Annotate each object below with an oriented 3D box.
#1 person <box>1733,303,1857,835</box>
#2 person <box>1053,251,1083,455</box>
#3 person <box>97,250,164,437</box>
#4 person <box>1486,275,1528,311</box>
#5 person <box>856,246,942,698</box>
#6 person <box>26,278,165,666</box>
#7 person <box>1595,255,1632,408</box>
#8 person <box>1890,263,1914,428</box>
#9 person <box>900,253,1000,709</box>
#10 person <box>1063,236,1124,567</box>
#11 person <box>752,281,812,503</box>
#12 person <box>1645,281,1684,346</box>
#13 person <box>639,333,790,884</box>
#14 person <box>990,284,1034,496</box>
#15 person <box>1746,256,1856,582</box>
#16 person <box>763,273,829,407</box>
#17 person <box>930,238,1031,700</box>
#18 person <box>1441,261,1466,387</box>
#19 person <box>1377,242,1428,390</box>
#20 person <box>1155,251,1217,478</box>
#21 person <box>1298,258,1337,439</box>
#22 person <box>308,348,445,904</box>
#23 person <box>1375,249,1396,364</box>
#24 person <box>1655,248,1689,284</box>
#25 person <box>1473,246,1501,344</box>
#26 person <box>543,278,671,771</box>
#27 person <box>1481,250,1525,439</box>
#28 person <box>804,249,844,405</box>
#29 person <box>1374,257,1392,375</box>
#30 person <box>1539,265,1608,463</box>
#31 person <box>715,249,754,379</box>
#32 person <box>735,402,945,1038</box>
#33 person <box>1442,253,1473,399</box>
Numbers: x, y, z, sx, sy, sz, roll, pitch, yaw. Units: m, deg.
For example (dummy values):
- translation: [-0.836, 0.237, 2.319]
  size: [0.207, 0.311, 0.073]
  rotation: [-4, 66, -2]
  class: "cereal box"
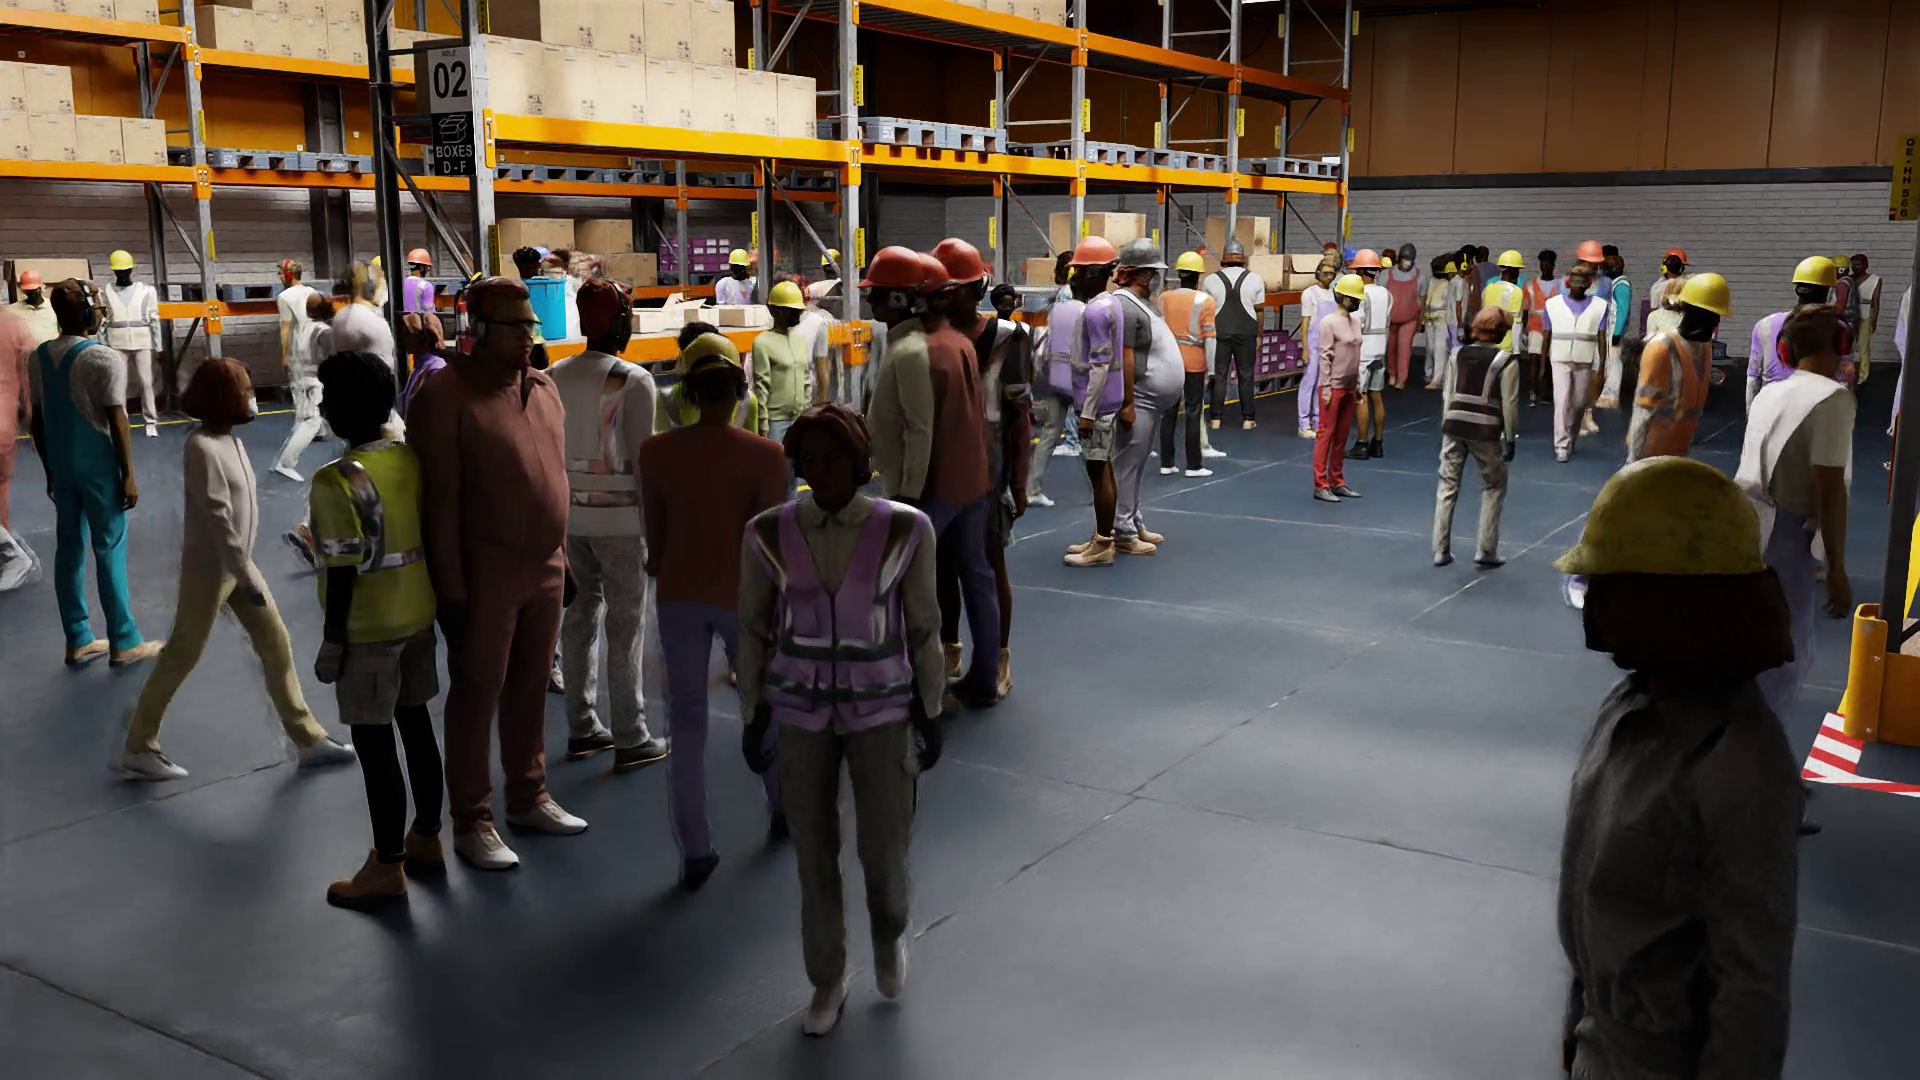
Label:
- translation: [2.889, 0.088, 5.797]
  size: [0.467, 1.805, 0.616]
  rotation: [2, 10, 12]
  class: "person"
- translation: [1.038, -1.754, 15.683]
  size: [0.392, 1.922, 0.590]
  rotation: [3, 11, 16]
  class: "person"
- translation: [-8.493, -1.992, 17.013]
  size: [0.591, 1.918, 0.393]
  rotation: [-5, 12, -27]
  class: "person"
- translation: [7.346, -2.890, 22.255]
  size: [0.623, 1.816, 0.566]
  rotation: [-10, 14, -43]
  class: "person"
- translation: [-0.241, -0.246, 7.119]
  size: [0.388, 1.996, 0.612]
  rotation: [-1, 10, -3]
  class: "person"
- translation: [-4.149, -0.315, 7.918]
  size: [0.506, 1.846, 0.349]
  rotation: [3, 11, 14]
  class: "person"
- translation: [7.877, -2.522, 20.162]
  size: [0.429, 1.840, 0.635]
  rotation: [1, 10, 5]
  class: "person"
- translation: [10.121, -2.068, 17.665]
  size: [0.349, 1.836, 0.517]
  rotation: [6, 12, 29]
  class: "person"
- translation: [-0.095, -0.230, 7.139]
  size: [0.527, 1.969, 0.633]
  rotation: [5, 11, 25]
  class: "person"
- translation: [0.825, -0.848, 10.318]
  size: [0.377, 2.045, 0.605]
  rotation: [2, 10, 11]
  class: "person"
- translation: [-1.128, -0.781, 10.742]
  size: [0.341, 1.760, 0.525]
  rotation: [7, 12, 33]
  class: "person"
- translation: [6.960, -1.712, 16.276]
  size: [0.507, 1.625, 0.278]
  rotation: [5, 11, 24]
  class: "person"
- translation: [-0.768, 0.191, 5.449]
  size: [0.525, 1.725, 0.806]
  rotation: [1, 10, 8]
  class: "person"
- translation: [0.331, -1.150, 12.983]
  size: [0.533, 1.691, 0.322]
  rotation: [-4, 11, -20]
  class: "person"
- translation: [4.980, -0.708, 9.868]
  size: [0.377, 1.925, 0.594]
  rotation: [-9, 14, -42]
  class: "person"
- translation: [-1.162, -1.050, 12.156]
  size: [0.570, 1.798, 0.956]
  rotation: [6, 12, 29]
  class: "person"
- translation: [0.009, -0.300, 7.334]
  size: [0.613, 2.031, 0.402]
  rotation: [4, 11, 21]
  class: "person"
- translation: [6.709, -2.925, 22.690]
  size: [0.337, 1.731, 0.501]
  rotation: [-2, 10, -10]
  class: "person"
- translation: [6.048, -3.103, 22.824]
  size: [0.683, 2.000, 0.980]
  rotation: [4, 11, 22]
  class: "person"
- translation: [1.934, -1.493, 14.227]
  size: [0.594, 1.922, 0.387]
  rotation: [8, 13, 36]
  class: "person"
- translation: [3.685, -1.952, 17.004]
  size: [0.506, 1.840, 0.348]
  rotation: [-7, 12, -35]
  class: "person"
- translation: [-1.793, 0.265, 5.112]
  size: [0.318, 1.698, 0.533]
  rotation: [2, 10, 11]
  class: "person"
- translation: [6.939, -3.808, 27.193]
  size: [0.349, 1.878, 0.585]
  rotation: [7, 12, 34]
  class: "person"
- translation: [8.225, -2.417, 19.341]
  size: [0.387, 1.929, 0.543]
  rotation: [3, 11, 14]
  class: "person"
- translation: [8.393, -3.758, 26.764]
  size: [0.625, 1.933, 0.375]
  rotation: [-5, 11, -26]
  class: "person"
- translation: [-1.351, -0.054, 6.377]
  size: [0.573, 1.880, 0.358]
  rotation: [7, 12, 34]
  class: "person"
- translation: [5.556, -1.993, 17.031]
  size: [0.407, 1.918, 0.583]
  rotation: [-4, 11, -20]
  class: "person"
- translation: [-1.324, -2.038, 17.237]
  size: [0.594, 1.926, 0.367]
  rotation: [-2, 10, -11]
  class: "person"
- translation: [6.378, -3.381, 25.127]
  size: [0.308, 1.769, 0.525]
  rotation: [-4, 11, -22]
  class: "person"
- translation: [5.679, -1.645, 15.423]
  size: [0.566, 1.808, 0.874]
  rotation: [3, 11, 14]
  class: "person"
- translation: [-2.584, -2.428, 19.442]
  size: [0.399, 1.919, 0.582]
  rotation: [9, 14, 42]
  class: "person"
- translation: [-0.306, 0.462, 4.209]
  size: [0.536, 1.626, 0.358]
  rotation: [1, 10, 6]
  class: "person"
- translation: [6.359, -2.724, 21.243]
  size: [0.322, 1.857, 0.517]
  rotation: [2, 10, 11]
  class: "person"
